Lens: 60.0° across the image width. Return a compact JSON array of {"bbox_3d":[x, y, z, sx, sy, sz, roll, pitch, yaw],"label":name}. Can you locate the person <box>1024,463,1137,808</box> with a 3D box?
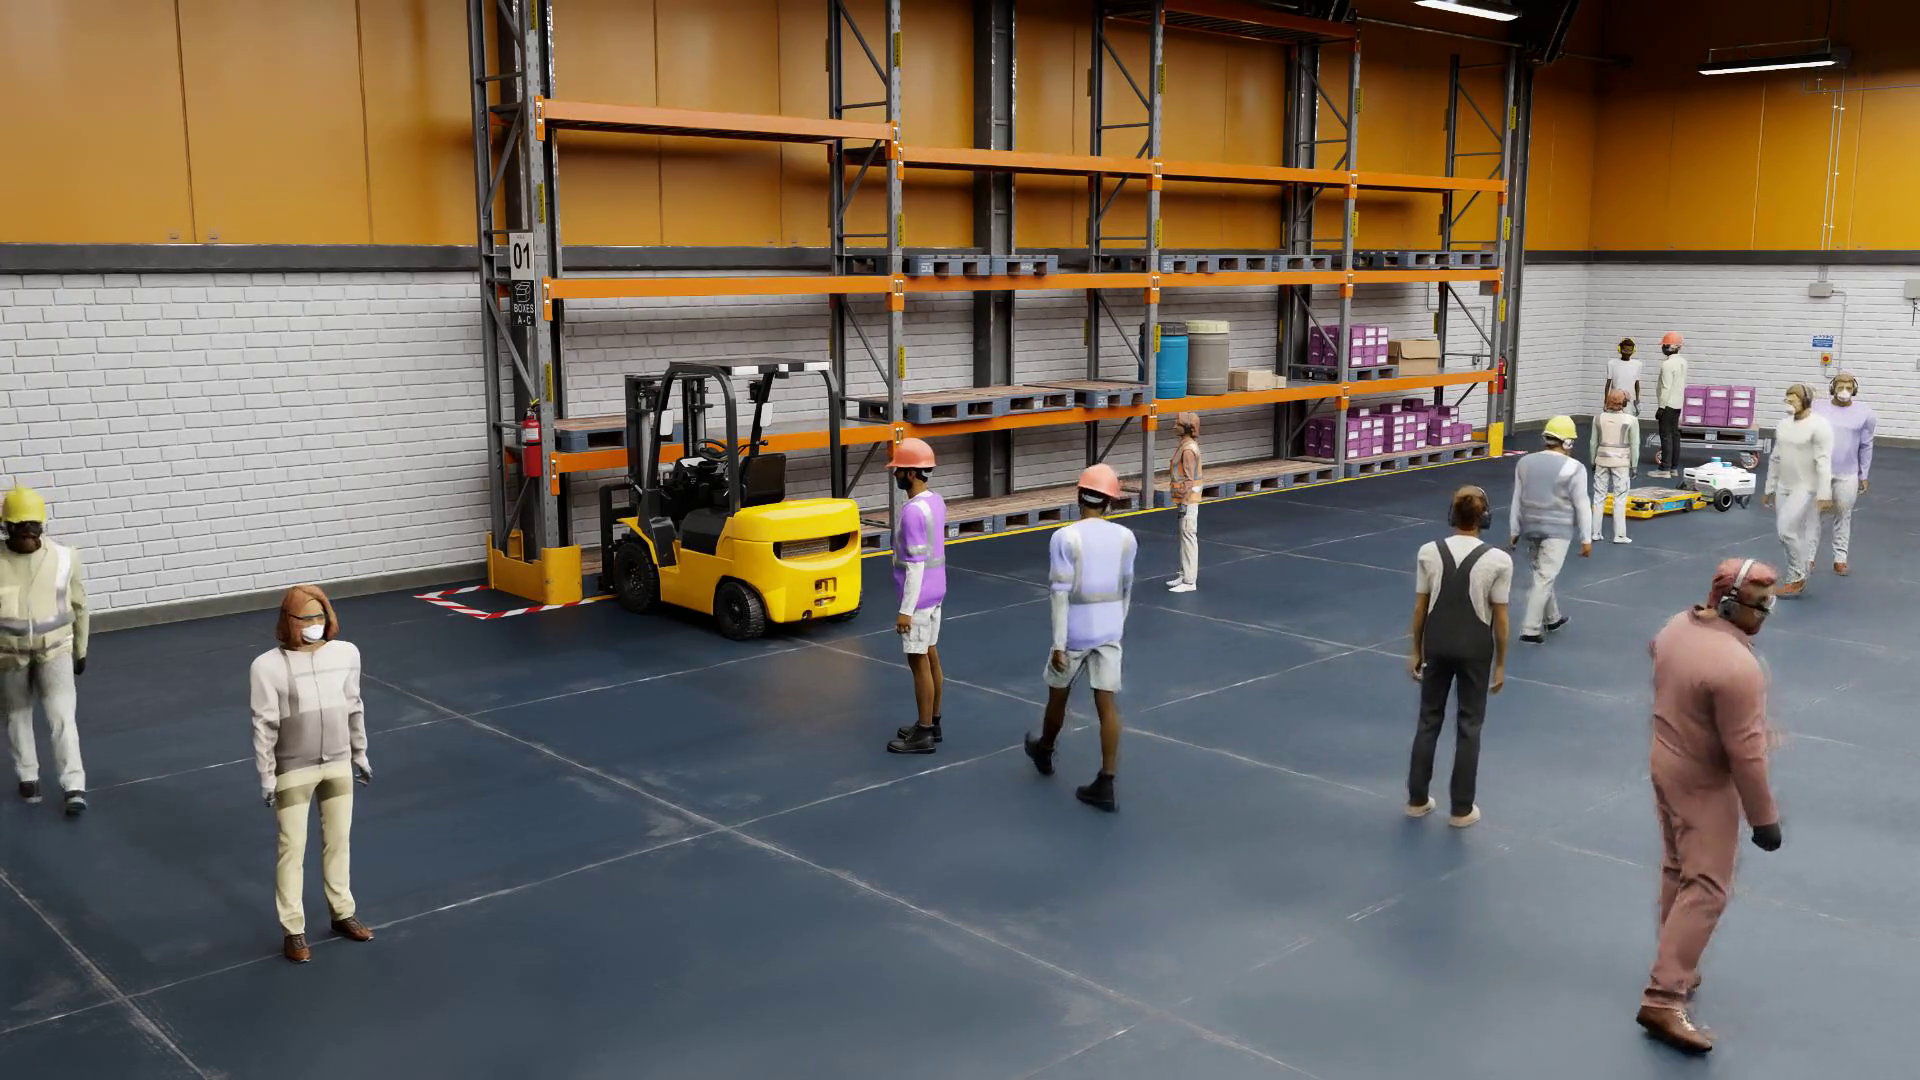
[{"bbox_3d":[0.698,0.506,9.409,0.559,1.868,1.004,-4,10,-22],"label":"person"}]

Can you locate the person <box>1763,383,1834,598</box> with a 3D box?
[{"bbox_3d":[7.363,-0.426,14.731,0.533,1.917,0.649,-2,10,-10],"label":"person"}]

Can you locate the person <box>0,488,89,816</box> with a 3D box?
[{"bbox_3d":[-5.030,0.617,9.008,0.603,1.783,0.930,-6,11,-32],"label":"person"}]

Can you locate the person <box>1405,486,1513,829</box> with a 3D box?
[{"bbox_3d":[2.662,0.625,8.883,0.521,1.828,0.385,6,11,31],"label":"person"}]

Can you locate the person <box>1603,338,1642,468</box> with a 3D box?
[{"bbox_3d":[9.511,-1.960,23.889,0.508,1.861,0.329,1,10,6],"label":"person"}]

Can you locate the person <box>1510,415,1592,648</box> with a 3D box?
[{"bbox_3d":[4.688,-0.078,13.038,0.902,1.792,0.613,-7,12,-37],"label":"person"}]

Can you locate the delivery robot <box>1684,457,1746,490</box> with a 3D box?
[{"bbox_3d":[9.308,-0.778,20.502,0.707,0.478,0.477,-2,10,-13],"label":"delivery robot"}]

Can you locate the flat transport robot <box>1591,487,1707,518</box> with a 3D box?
[{"bbox_3d":[8.190,-0.459,19.738,1.431,0.197,0.652,-8,12,-38],"label":"flat transport robot"}]

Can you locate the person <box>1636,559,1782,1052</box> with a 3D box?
[{"bbox_3d":[2.919,0.996,6.530,0.469,1.880,0.842,1,10,4],"label":"person"}]

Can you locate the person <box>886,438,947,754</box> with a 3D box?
[{"bbox_3d":[-0.272,0.343,10.173,0.359,1.939,0.543,2,10,13],"label":"person"}]

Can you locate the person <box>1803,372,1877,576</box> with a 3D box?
[{"bbox_3d":[8.339,-0.628,15.855,0.630,1.940,0.372,4,10,20],"label":"person"}]

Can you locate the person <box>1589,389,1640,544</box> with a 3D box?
[{"bbox_3d":[6.919,-0.779,17.612,0.312,1.639,0.518,-9,13,-43],"label":"person"}]

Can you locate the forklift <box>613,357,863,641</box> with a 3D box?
[{"bbox_3d":[-1.847,-0.414,13.852,1.214,2.155,2.313,-9,13,-42],"label":"forklift"}]

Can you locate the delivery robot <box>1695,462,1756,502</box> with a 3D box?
[{"bbox_3d":[9.223,-0.696,20.026,0.707,0.478,0.477,-4,10,-22],"label":"delivery robot"}]

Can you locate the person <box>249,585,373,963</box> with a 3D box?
[{"bbox_3d":[-2.809,0.996,7.237,0.276,1.632,0.507,8,13,41],"label":"person"}]

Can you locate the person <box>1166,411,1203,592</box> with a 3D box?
[{"bbox_3d":[2.045,-0.347,15.073,0.307,1.645,0.514,1,10,5],"label":"person"}]

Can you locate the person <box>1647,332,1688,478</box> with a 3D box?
[{"bbox_3d":[9.746,-1.854,22.862,0.622,1.995,0.378,-9,14,-44],"label":"person"}]
